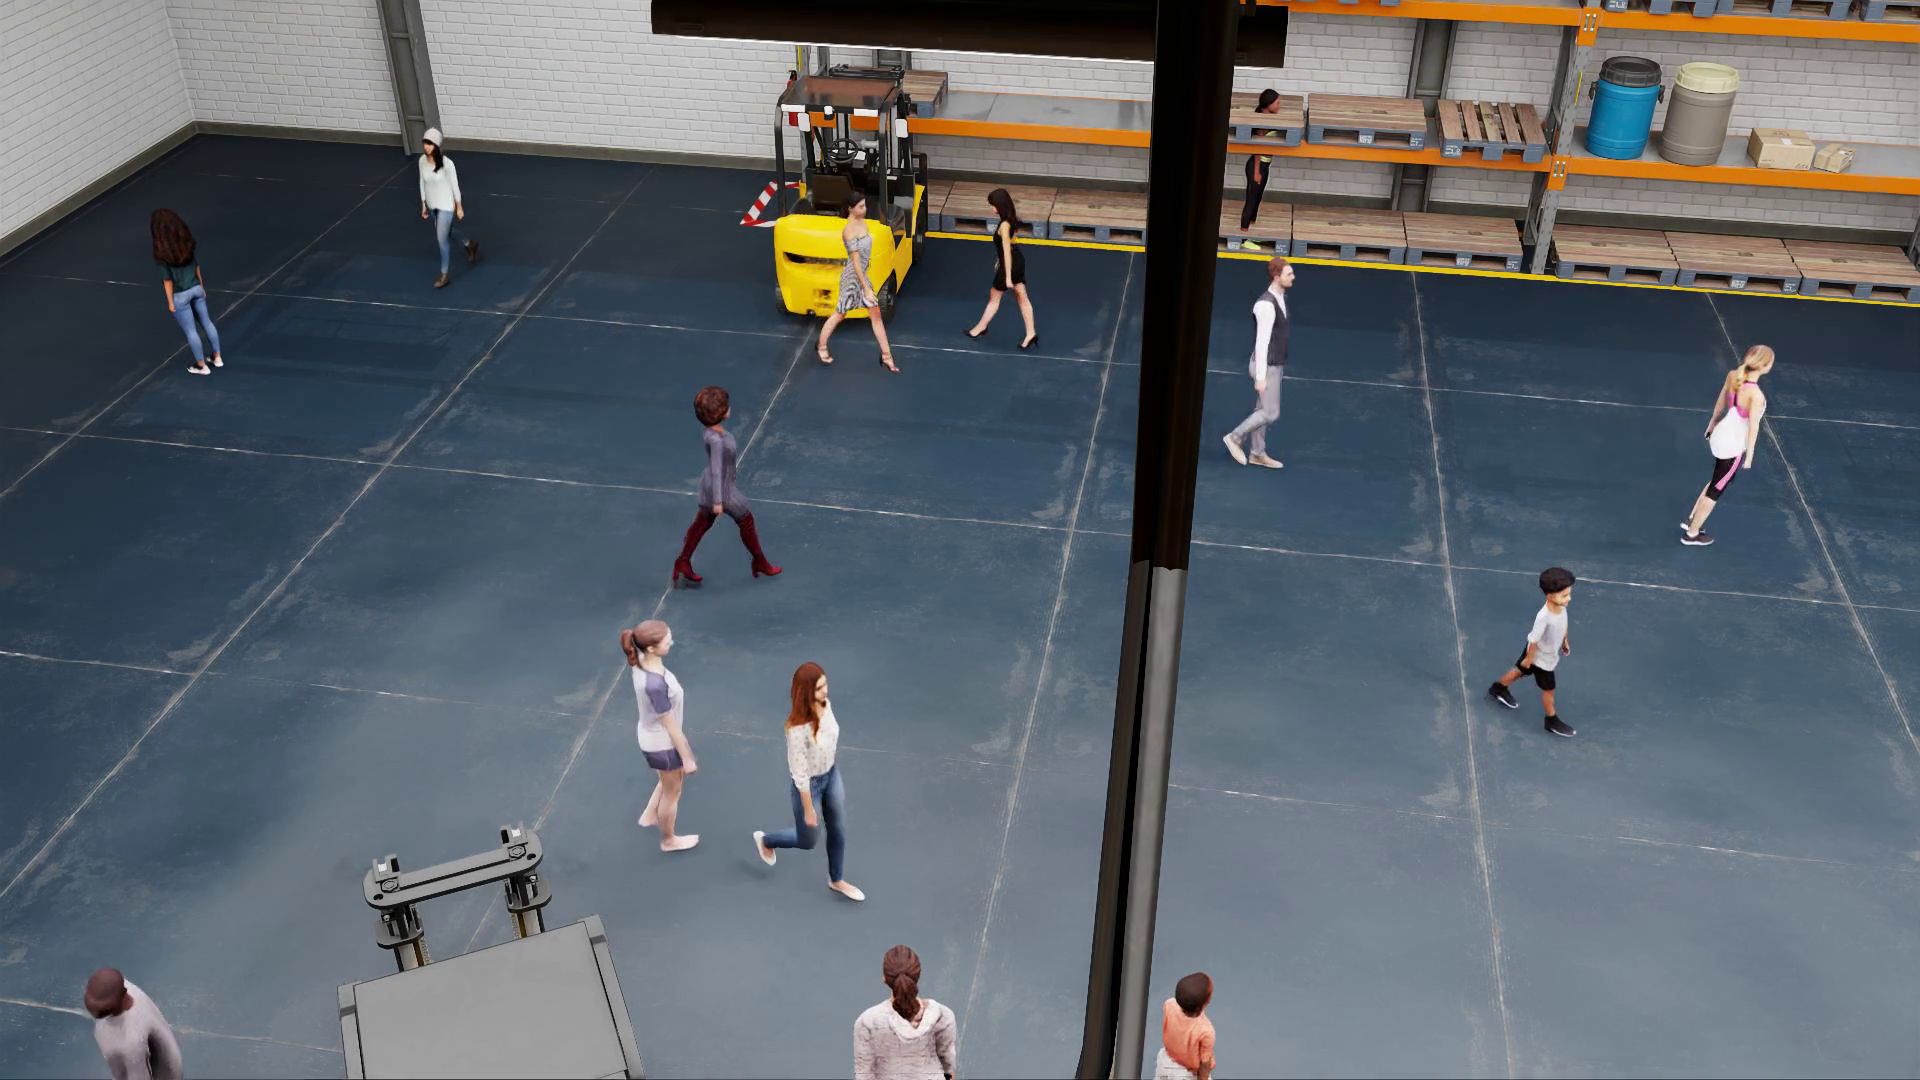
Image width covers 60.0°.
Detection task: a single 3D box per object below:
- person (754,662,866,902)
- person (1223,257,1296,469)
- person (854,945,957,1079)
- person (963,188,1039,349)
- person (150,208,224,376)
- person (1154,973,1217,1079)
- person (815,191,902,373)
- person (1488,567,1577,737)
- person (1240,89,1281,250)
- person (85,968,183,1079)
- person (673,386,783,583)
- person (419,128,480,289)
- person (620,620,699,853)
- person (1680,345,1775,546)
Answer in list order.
[{"bbox_3d":[-0.929,1.423,9.807,1.040,1.710,0.807,18,38,25],"label":"person"},{"bbox_3d":[2.502,-1.486,13.986,0.841,1.928,0.773,15,36,21],"label":"person"},{"bbox_3d":[-0.248,2.698,7.950,1.080,1.642,0.876,-2,34,-3],"label":"person"},{"bbox_3d":[0.571,-2.553,15.893,0.997,1.595,0.623,7,34,11],"label":"person"},{"bbox_3d":[-7.235,-2.322,15.527,0.695,1.616,0.678,18,38,25],"label":"person"},{"bbox_3d":[1.072,2.678,8.309,0.879,1.277,0.873,-28,43,-35],"label":"person"},{"bbox_3d":[-1.069,-2.353,15.437,1.142,1.767,0.741,12,35,17],"label":"person"},{"bbox_3d":[3.917,0.700,11.324,0.940,1.234,0.740,23,40,30],"label":"person"},{"bbox_3d":[3.204,-4.005,17.934,0.590,1.754,0.607,14,36,20],"label":"person"},{"bbox_3d":[-3.884,2.561,8.061,0.851,1.747,0.823,-10,35,-15],"label":"person"},{"bbox_3d":[-1.896,-0.358,12.522,1.152,1.671,0.905,-8,34,-12],"label":"person"},{"bbox_3d":[-5.346,-3.492,17.282,1.048,1.621,0.797,14,36,20],"label":"person"},{"bbox_3d":[-1.888,1.231,10.061,0.759,1.749,0.704,-13,36,-18],"label":"person"},{"bbox_3d":[5.898,-0.711,12.961,0.718,1.773,0.719,-5,34,-7],"label":"person"}]
